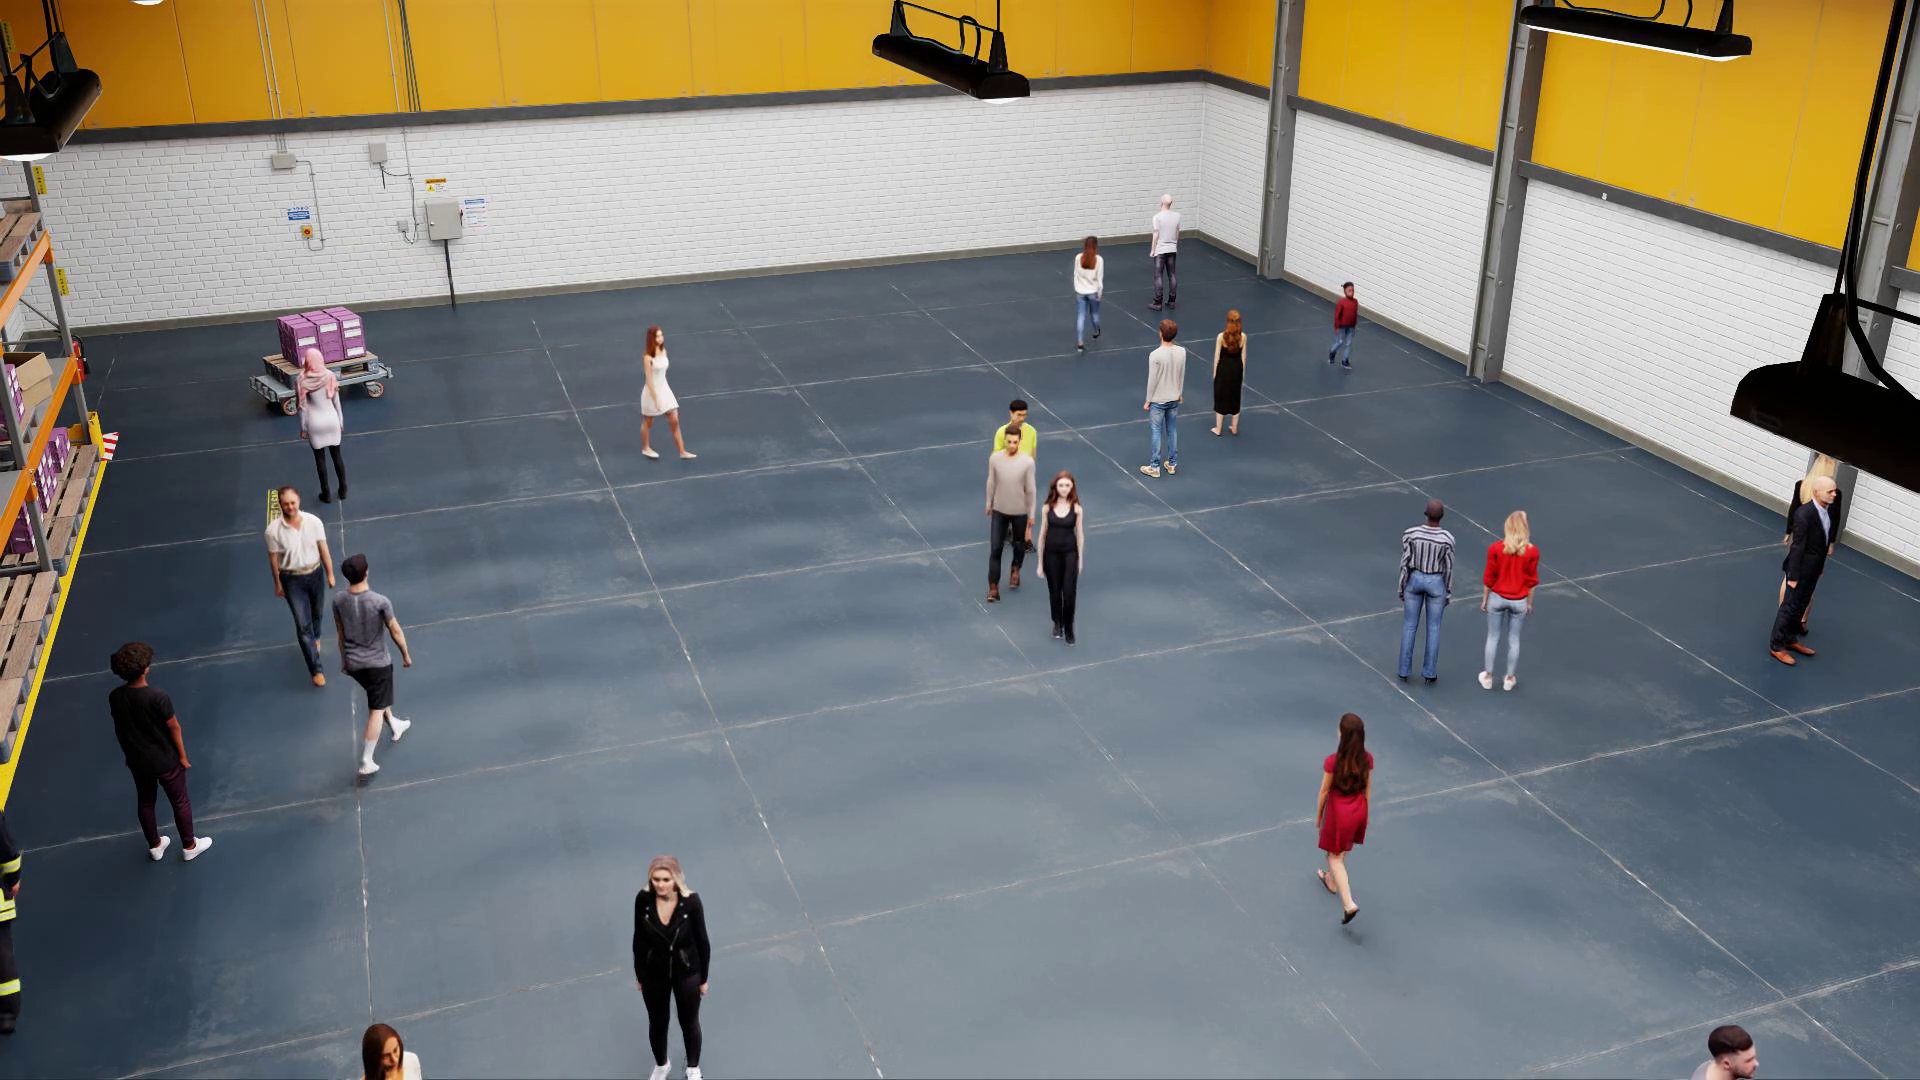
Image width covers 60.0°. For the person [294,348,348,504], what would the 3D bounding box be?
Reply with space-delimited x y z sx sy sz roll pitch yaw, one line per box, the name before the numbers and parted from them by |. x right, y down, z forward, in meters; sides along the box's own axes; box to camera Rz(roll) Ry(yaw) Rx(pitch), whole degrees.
person | -7.272 -1.312 18.982 0.702 1.804 0.688 -19 30 -37

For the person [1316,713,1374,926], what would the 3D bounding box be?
person | 2.750 1.980 11.794 0.602 1.529 1.001 -6 24 -13

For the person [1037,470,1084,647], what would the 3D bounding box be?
person | 0.953 0.117 15.804 0.726 1.731 0.806 3 24 7

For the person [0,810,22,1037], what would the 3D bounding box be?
person | -6.409 2.241 10.780 0.866 1.864 1.197 -10 25 -21

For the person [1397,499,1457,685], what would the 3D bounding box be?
person | 4.180 0.462 14.934 0.693 1.795 0.738 9 25 20

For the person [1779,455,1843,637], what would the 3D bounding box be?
person | 8.062 0.051 15.814 0.629 1.843 0.741 20 31 38

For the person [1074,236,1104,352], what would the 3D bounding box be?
person | 1.847 -3.566 24.346 1.025 1.638 1.200 6 24 13

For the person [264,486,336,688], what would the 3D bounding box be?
person | -6.000 0.339 15.188 0.787 1.818 1.244 -12 26 -25

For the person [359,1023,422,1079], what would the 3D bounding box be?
person | -3.041 3.207 8.822 0.972 1.661 0.887 15 28 31

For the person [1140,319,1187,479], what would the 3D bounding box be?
person | 2.426 -1.678 19.693 0.678 1.905 0.597 -11 26 -23

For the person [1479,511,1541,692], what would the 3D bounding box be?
person | 4.889 0.544 14.861 0.697 1.704 0.701 5 24 11

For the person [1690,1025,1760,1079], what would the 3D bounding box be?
person | 3.752 3.249 8.763 1.270 1.811 1.038 17 29 33

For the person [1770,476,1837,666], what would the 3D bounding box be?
person | 7.834 0.247 15.421 0.745 1.800 0.684 -16 28 -33

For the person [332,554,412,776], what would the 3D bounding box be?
person | -4.851 1.040 13.557 1.055 1.839 1.287 4 24 8

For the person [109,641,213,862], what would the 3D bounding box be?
person | -6.020 1.579 12.396 0.702 1.782 0.681 1 24 2

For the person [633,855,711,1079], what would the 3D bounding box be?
person | -1.746 2.625 10.123 0.683 1.686 0.660 0 24 0

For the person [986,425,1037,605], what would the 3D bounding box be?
person | 0.530 -0.304 16.672 1.059 1.808 1.282 4 24 10

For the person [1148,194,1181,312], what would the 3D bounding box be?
person | 3.257 -4.576 26.415 0.674 1.831 0.615 -11 26 -24

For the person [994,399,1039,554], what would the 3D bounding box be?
person | 0.573 -0.727 17.804 0.750 1.676 1.011 -5 24 -11

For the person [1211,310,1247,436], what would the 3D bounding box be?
person | 3.408 -2.118 21.051 0.598 1.624 0.618 -3 24 -7

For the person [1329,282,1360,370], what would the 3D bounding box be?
person | 5.473 -3.074 23.709 0.491 1.247 0.601 -9 25 -19

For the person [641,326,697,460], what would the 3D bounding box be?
person | -3.748 -1.772 20.193 1.095 1.676 0.911 18 30 36
